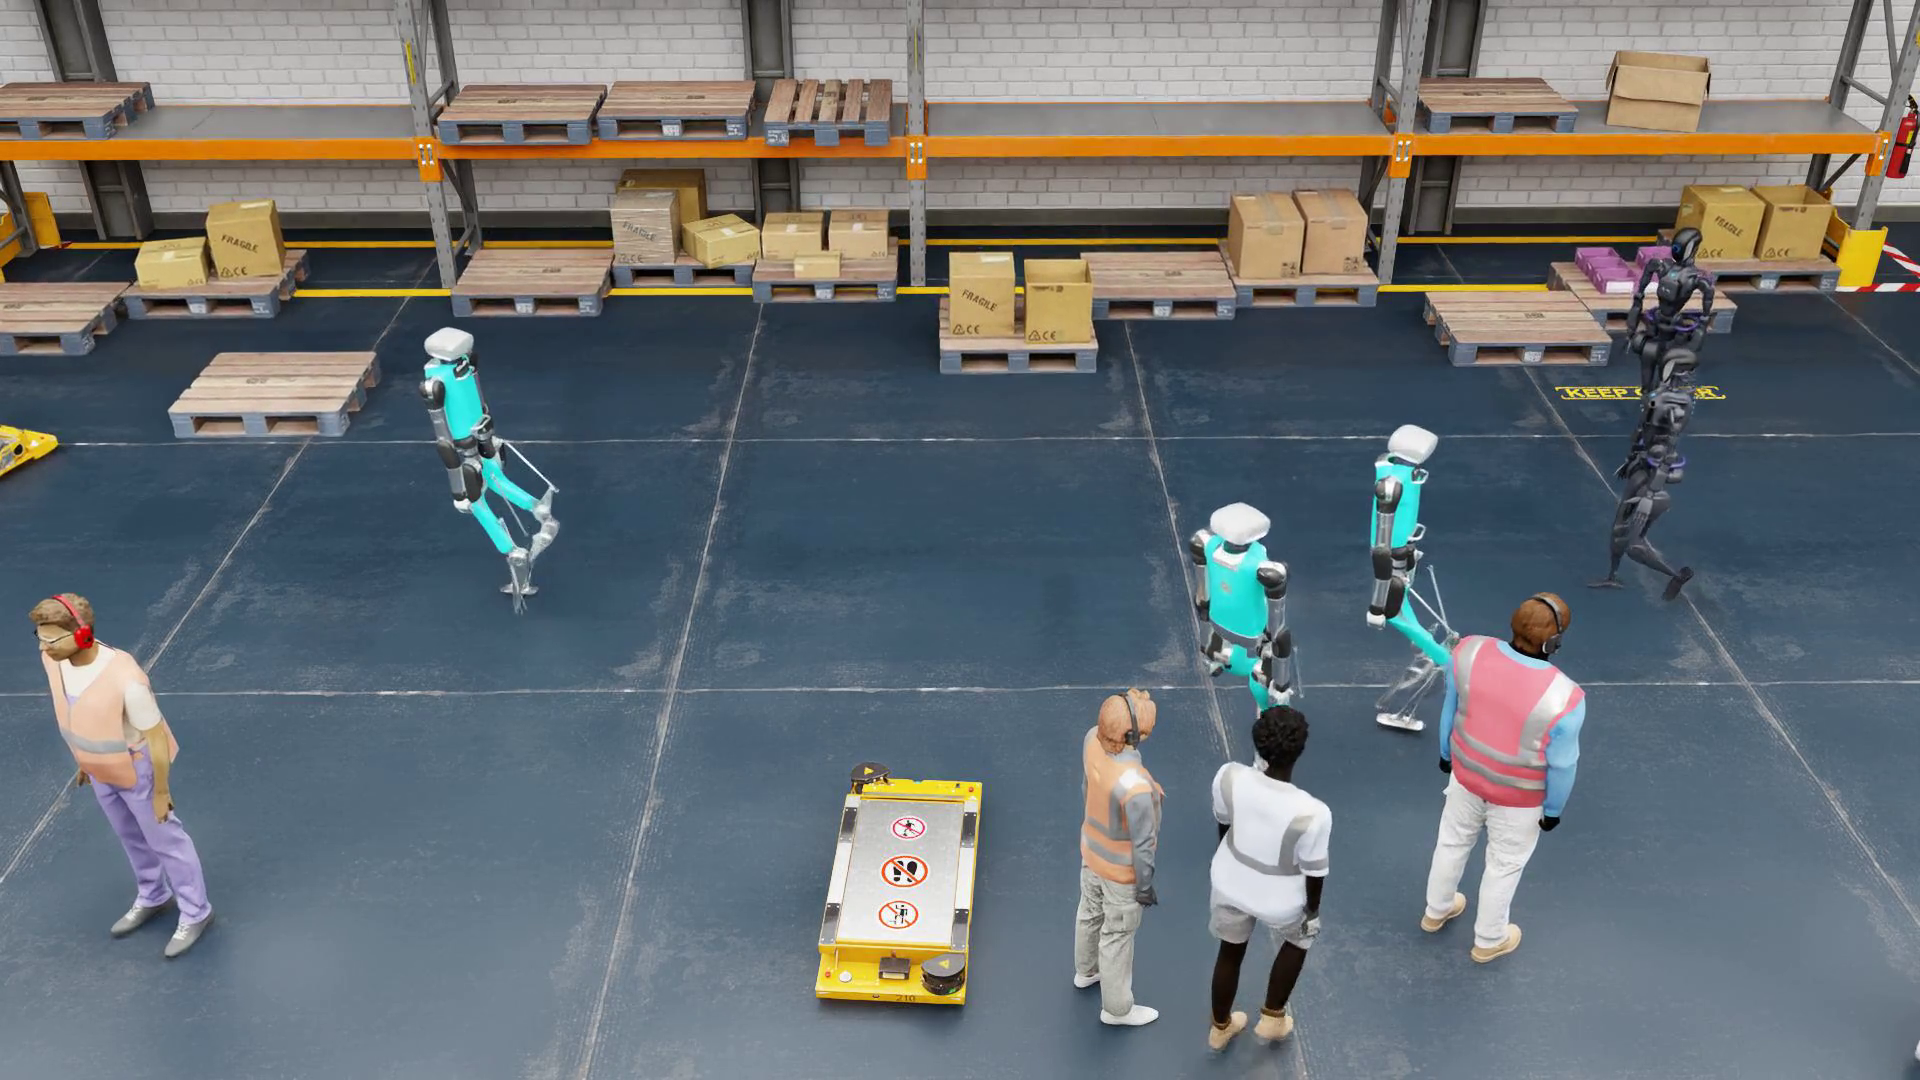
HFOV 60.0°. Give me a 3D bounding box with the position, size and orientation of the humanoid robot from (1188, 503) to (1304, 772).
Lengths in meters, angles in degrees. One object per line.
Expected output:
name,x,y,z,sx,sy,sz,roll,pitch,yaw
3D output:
humanoid robot,1.482,0.558,8.115,0.804,1.821,0.539,-26,40,-37

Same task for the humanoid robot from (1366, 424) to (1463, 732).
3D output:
humanoid robot,2.390,0.294,8.526,0.715,1.819,0.532,14,34,22

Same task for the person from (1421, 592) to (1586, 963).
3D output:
person,2.347,1.022,7.199,0.431,1.838,0.629,-25,39,-35

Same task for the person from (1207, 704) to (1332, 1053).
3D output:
person,1.229,1.398,6.718,0.549,1.667,0.472,21,37,31

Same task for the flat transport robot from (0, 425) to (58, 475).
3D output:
flat transport robot,-6.867,-0.439,11.143,0.659,0.231,1.431,10,33,17

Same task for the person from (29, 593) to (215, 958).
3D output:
person,-3.610,1.000,7.214,0.562,1.845,0.392,15,34,24

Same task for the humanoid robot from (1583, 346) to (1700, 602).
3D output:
humanoid robot,4.093,-0.388,9.699,0.563,1.633,0.589,3,31,5

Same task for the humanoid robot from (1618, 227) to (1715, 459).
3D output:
humanoid robot,4.765,-1.344,11.285,0.597,1.640,0.584,-23,38,-33

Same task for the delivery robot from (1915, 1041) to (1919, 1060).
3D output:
delivery robot,4.365,1.907,6.942,0.769,0.577,0.499,-23,38,-33

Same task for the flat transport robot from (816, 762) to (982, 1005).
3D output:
flat transport robot,-0.258,1.576,7.787,0.659,0.231,1.431,2,31,3

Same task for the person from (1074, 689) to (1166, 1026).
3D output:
person,0.651,1.313,6.890,0.308,1.641,0.513,-12,33,-19

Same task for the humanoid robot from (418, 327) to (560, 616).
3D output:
humanoid robot,-2.622,-0.313,9.620,0.704,1.899,0.545,6,31,9
